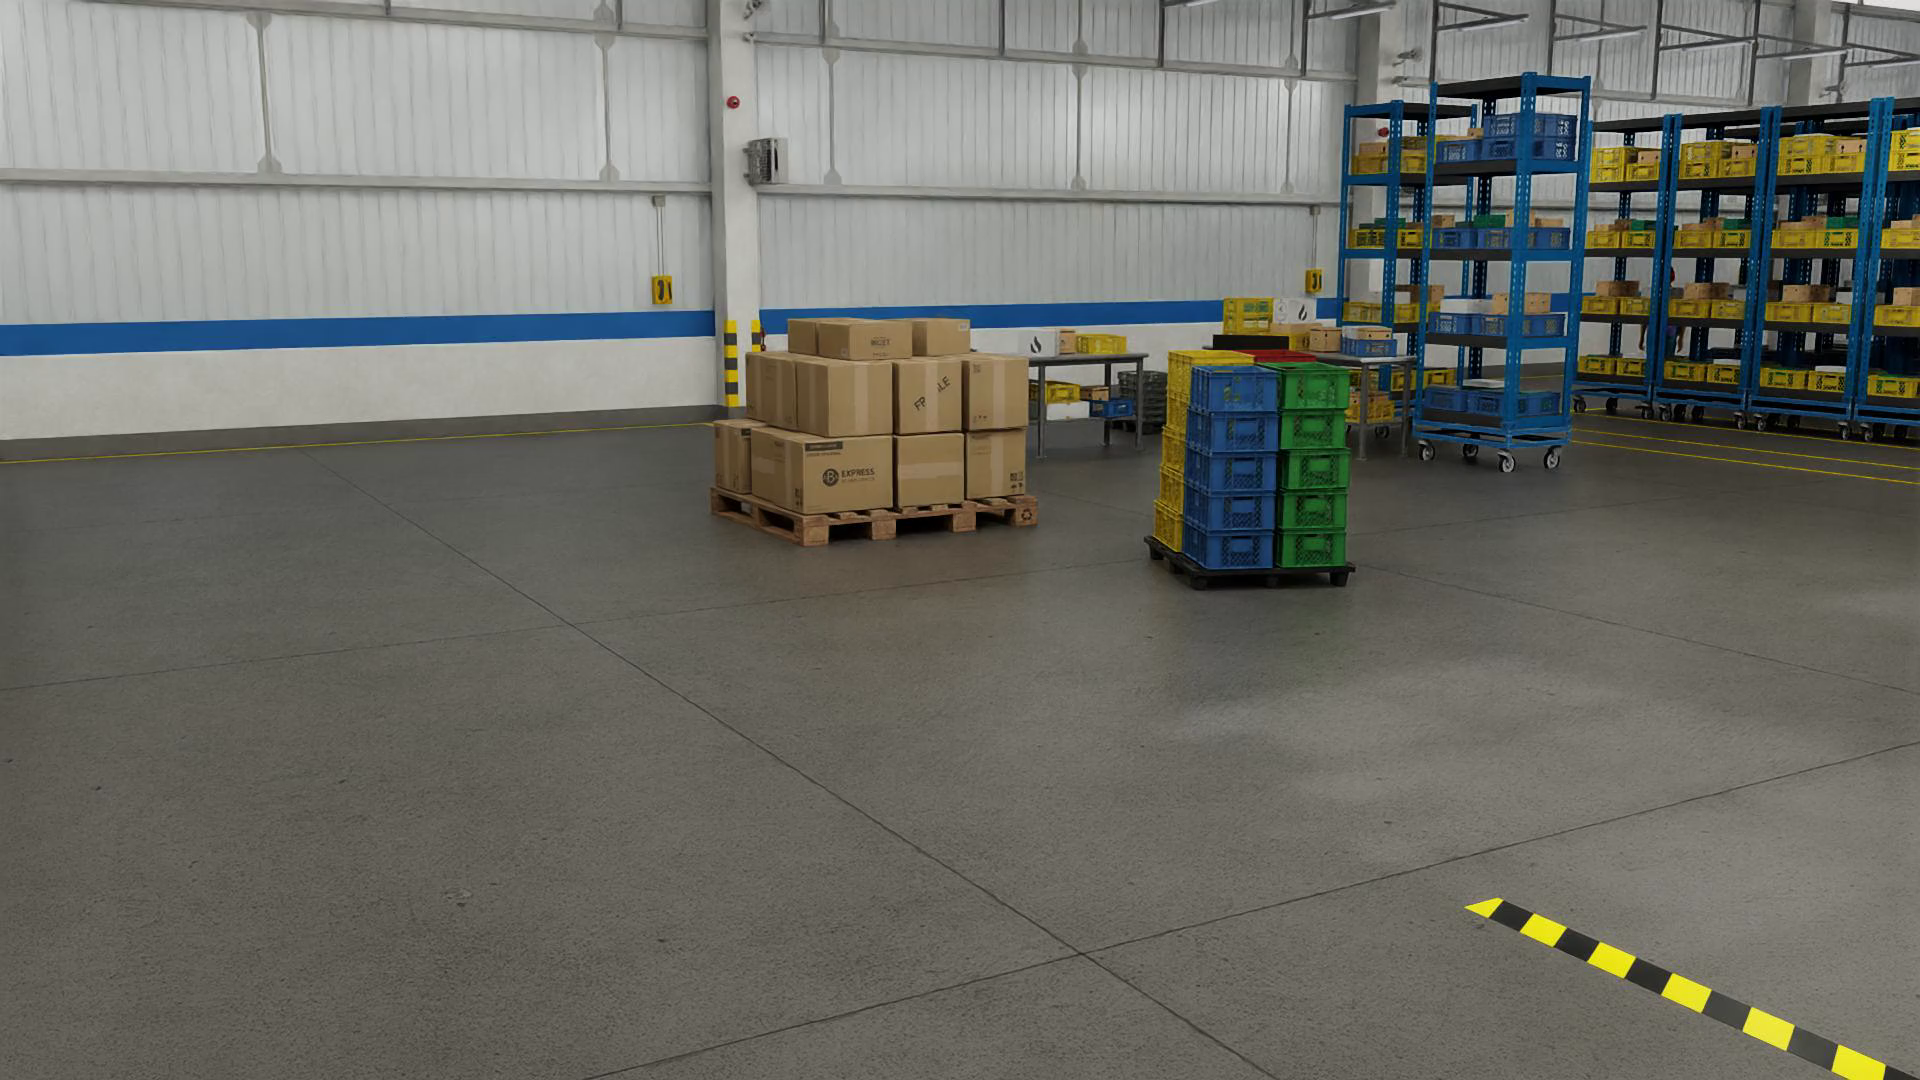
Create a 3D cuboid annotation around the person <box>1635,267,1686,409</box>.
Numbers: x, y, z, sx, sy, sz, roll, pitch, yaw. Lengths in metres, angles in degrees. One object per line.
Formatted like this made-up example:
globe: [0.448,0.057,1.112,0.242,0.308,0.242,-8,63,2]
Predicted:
person: [8.954,-2.578,21.196,0.374,1.843,0.574,-10,14,-43]
